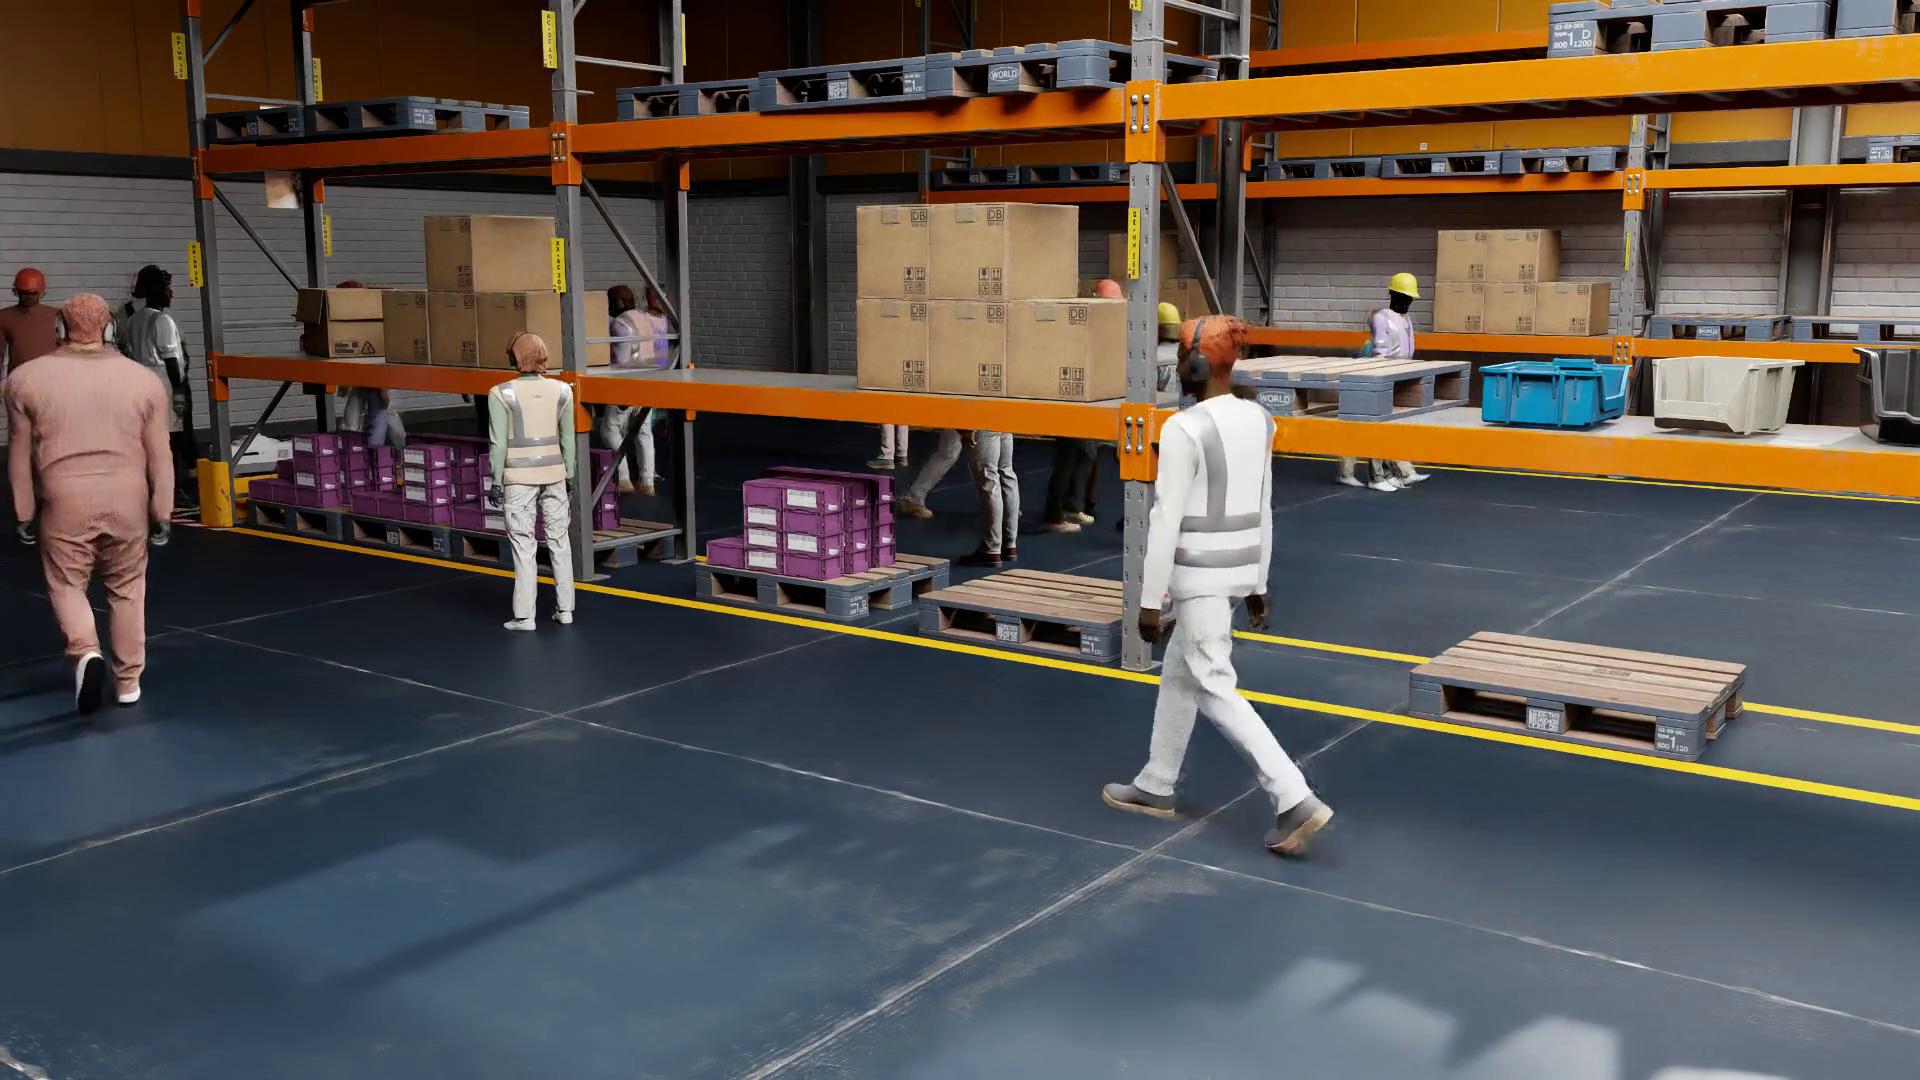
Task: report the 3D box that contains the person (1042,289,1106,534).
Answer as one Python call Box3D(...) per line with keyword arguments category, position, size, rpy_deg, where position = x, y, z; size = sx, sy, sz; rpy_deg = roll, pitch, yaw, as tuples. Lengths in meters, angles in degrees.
Box3D(category="person", position=(0.866, -0.936, 12.279), size=(0.572, 1.812, 0.548), rpy_deg=(-1, 10, -5))

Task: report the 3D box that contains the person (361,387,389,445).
Box3D(category="person", position=(-5.158, -1.331, 14.797), size=(0.323, 1.768, 0.532), rpy_deg=(-4, 10, -23))

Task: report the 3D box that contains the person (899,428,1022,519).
Box3D(category="person", position=(-0.023, -1.029, 12.950), size=(0.937, 1.792, 0.674), rpy_deg=(1, 10, 7))

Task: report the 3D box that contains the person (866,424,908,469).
Box3D(category="person", position=(-0.721, -1.693, 16.255), size=(0.393, 1.992, 0.622), rpy_deg=(6, 11, 30))

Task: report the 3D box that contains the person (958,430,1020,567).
Box3D(category="person", position=(0.196, -0.788, 11.033), size=(0.352, 1.937, 0.635), rpy_deg=(5, 11, 28))

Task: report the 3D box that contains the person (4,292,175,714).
Box3D(category="person", position=(-3.819, -0.145, 7.351), size=(0.661, 1.887, 0.628), rpy_deg=(-6, 11, -31))

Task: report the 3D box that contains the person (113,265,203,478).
Box3D(category="person", position=(-7.346, -1.541, 15.216), size=(0.686, 2.000, 0.951), rpy_deg=(1, 10, 6))

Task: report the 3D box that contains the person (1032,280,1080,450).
Box3D(category="person", position=(1.006, -1.944, 17.788), size=(0.601, 1.980, 0.628), rpy_deg=(3, 10, 19))

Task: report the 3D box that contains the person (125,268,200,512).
Box3D(category="person", position=(-6.455, -1.206, 13.441), size=(0.600, 1.967, 0.368), rpy_deg=(7, 12, 36))

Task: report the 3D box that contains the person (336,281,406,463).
Box3D(category="person", position=(-5.635, -1.507, 15.627), size=(0.994, 1.827, 0.636), rpy_deg=(-5, 11, -26))

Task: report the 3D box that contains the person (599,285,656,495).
Box3D(category="person", position=(-2.873, -1.279, 14.337), size=(0.573, 1.814, 0.651), rpy_deg=(3, 10, 19))

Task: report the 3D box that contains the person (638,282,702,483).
Box3D(category="person", position=(-2.657, -1.404, 15.029), size=(0.723, 1.819, 0.606), rpy_deg=(5, 11, 26))

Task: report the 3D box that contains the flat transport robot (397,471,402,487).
Box3D(category="flat transport robot", position=(-4.466, -0.479, 14.151), size=(1.431, 0.197, 0.652), rpy_deg=(-3, 10, -19))

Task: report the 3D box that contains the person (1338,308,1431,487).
Box3D(category="person", position=(3.754, -1.238, 14.736), size=(0.851, 1.596, 0.533), rpy_deg=(8, 13, 41))

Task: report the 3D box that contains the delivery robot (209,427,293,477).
Box3D(category="delivery robot", position=(-6.207, -0.752, 14.654), size=(0.707, 0.478, 0.477), rpy_deg=(-9, 13, -41))

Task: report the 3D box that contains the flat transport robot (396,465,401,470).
Box3D(category="flat transport robot", position=(-5.491, -0.609, 14.928), size=(0.652, 0.197, 1.431), rpy_deg=(-8, 12, -39))

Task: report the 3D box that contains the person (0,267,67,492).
Box3D(category="person", position=(-8.044, -1.376, 14.462), size=(0.693, 1.965, 0.608), rpy_deg=(-4, 10, -21))

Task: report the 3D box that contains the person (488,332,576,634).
Box3D(category="person", position=(-2.329, -0.311, 9.082), size=(0.525, 1.639, 0.307), rpy_deg=(-9, 13, -42))

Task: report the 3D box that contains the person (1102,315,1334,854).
Box3D(category="person", position=(0.902, 0.146, 5.753), size=(0.942, 1.850, 0.589), rpy_deg=(8, 13, 41))

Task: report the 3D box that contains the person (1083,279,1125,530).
Box3D(category="person", position=(1.138, -1.029, 12.641), size=(0.601, 1.894, 0.918), rpy_deg=(-2, 10, -10))

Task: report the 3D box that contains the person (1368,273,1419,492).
Box3D(category="person", position=(3.828, -1.386, 14.662), size=(0.381, 1.918, 0.585), rpy_deg=(8, 12, 39))

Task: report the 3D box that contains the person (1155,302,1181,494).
Box3D(category="person", position=(1.472, -0.803, 11.751), size=(0.494, 1.735, 0.414), rpy_deg=(-6, 11, -33))

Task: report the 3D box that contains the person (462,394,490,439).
Box3D(category="person", position=(-4.418, -1.525, 15.656), size=(0.598, 1.882, 0.903), rpy_deg=(-3, 10, -15))
